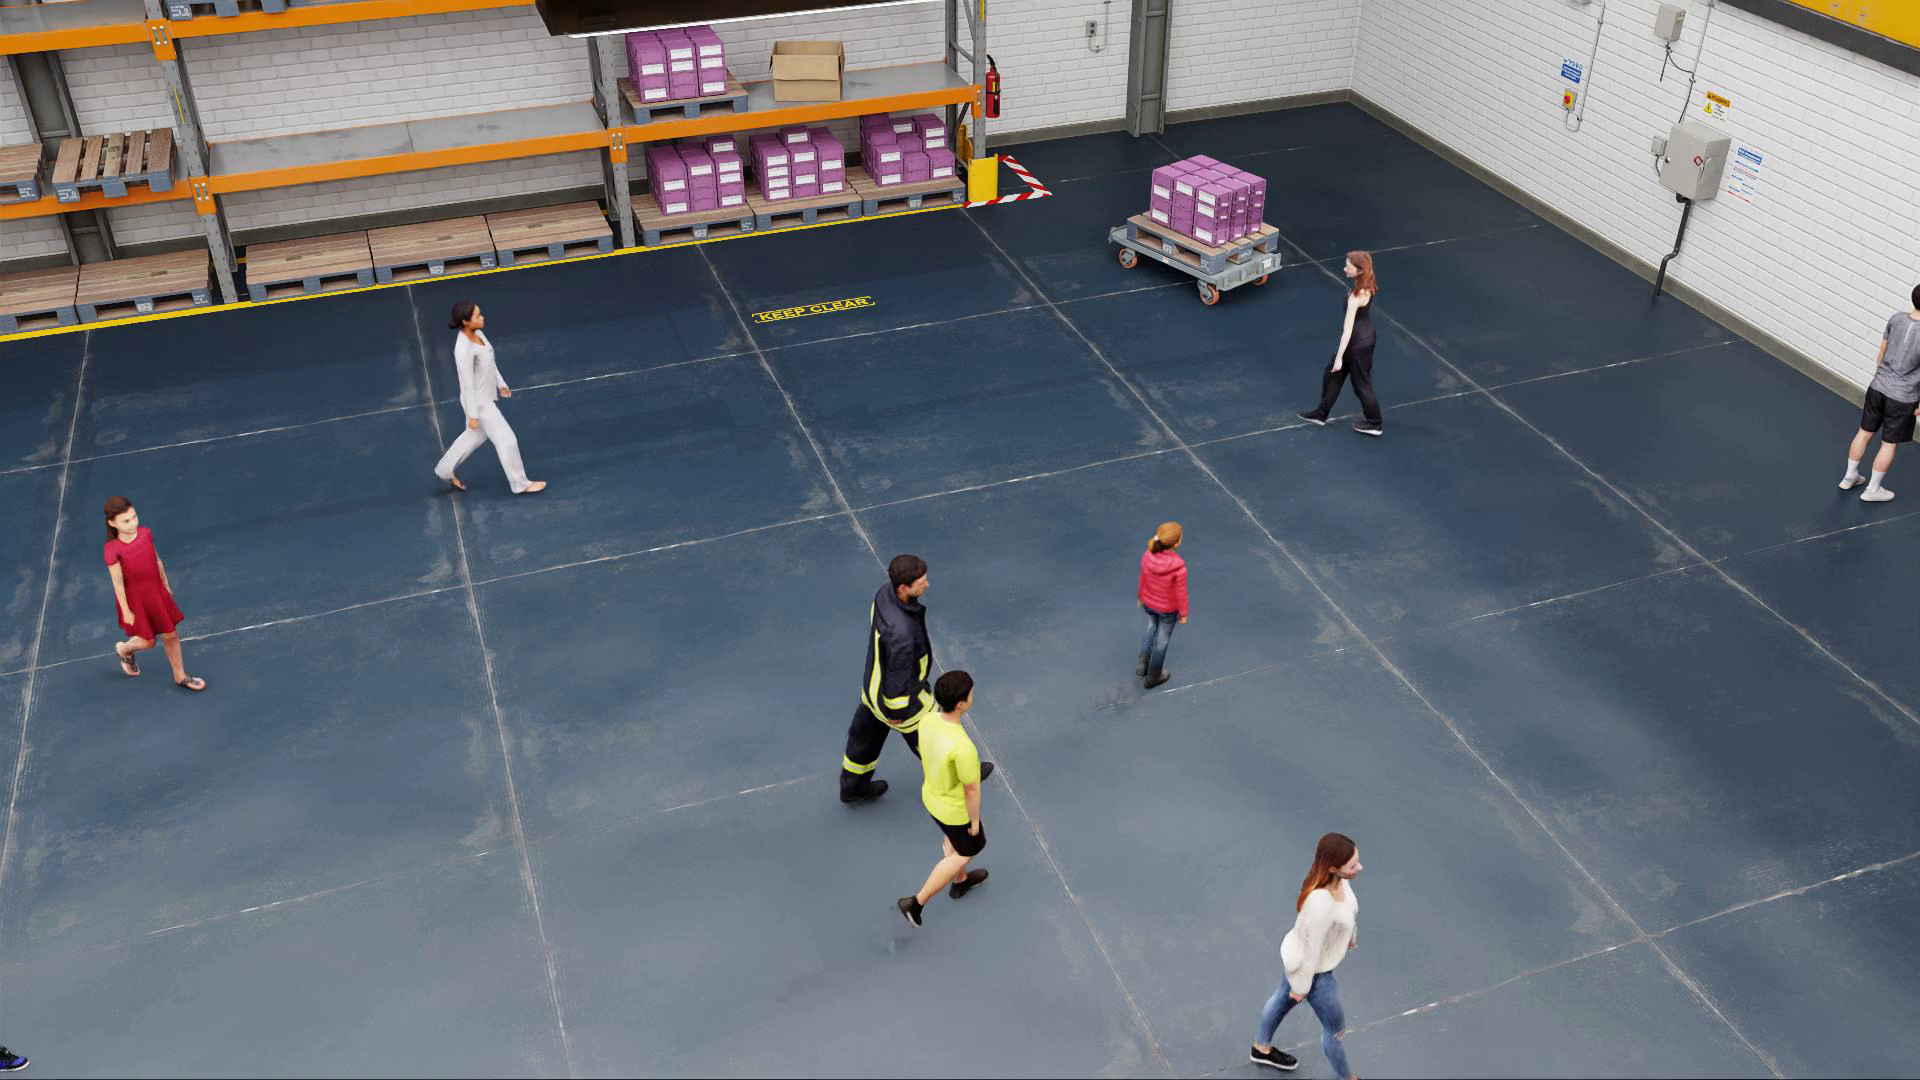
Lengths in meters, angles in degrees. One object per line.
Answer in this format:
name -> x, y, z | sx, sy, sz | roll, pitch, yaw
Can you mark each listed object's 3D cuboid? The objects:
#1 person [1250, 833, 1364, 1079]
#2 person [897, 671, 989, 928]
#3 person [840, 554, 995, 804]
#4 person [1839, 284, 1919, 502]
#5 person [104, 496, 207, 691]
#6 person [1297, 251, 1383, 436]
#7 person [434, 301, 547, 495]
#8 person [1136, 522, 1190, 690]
person -> 1.694, 2.110, 8.383 | 1.065, 1.664, 0.972 | 11, 35, 16
person -> -0.105, 1.477, 9.312 | 1.017, 1.690, 0.792 | -23, 40, -30
person -> -0.482, 0.888, 10.046 | 1.231, 1.860, 0.866 | -8, 34, -12
person -> 7.389, -1.183, 13.150 | 0.564, 1.871, 0.662 | -14, 36, -20
person -> -5.518, 0.351, 11.145 | 0.919, 1.538, 0.850 | 14, 36, 19
person -> 3.430, -1.629, 13.984 | 1.063, 1.692, 0.948 | 15, 36, 21
person -> -3.888, -1.106, 13.178 | 1.185, 1.713, 0.827 | -4, 34, -7
person -> 1.307, 0.466, 11.179 | 0.607, 1.308, 0.631 | 28, 43, 35
